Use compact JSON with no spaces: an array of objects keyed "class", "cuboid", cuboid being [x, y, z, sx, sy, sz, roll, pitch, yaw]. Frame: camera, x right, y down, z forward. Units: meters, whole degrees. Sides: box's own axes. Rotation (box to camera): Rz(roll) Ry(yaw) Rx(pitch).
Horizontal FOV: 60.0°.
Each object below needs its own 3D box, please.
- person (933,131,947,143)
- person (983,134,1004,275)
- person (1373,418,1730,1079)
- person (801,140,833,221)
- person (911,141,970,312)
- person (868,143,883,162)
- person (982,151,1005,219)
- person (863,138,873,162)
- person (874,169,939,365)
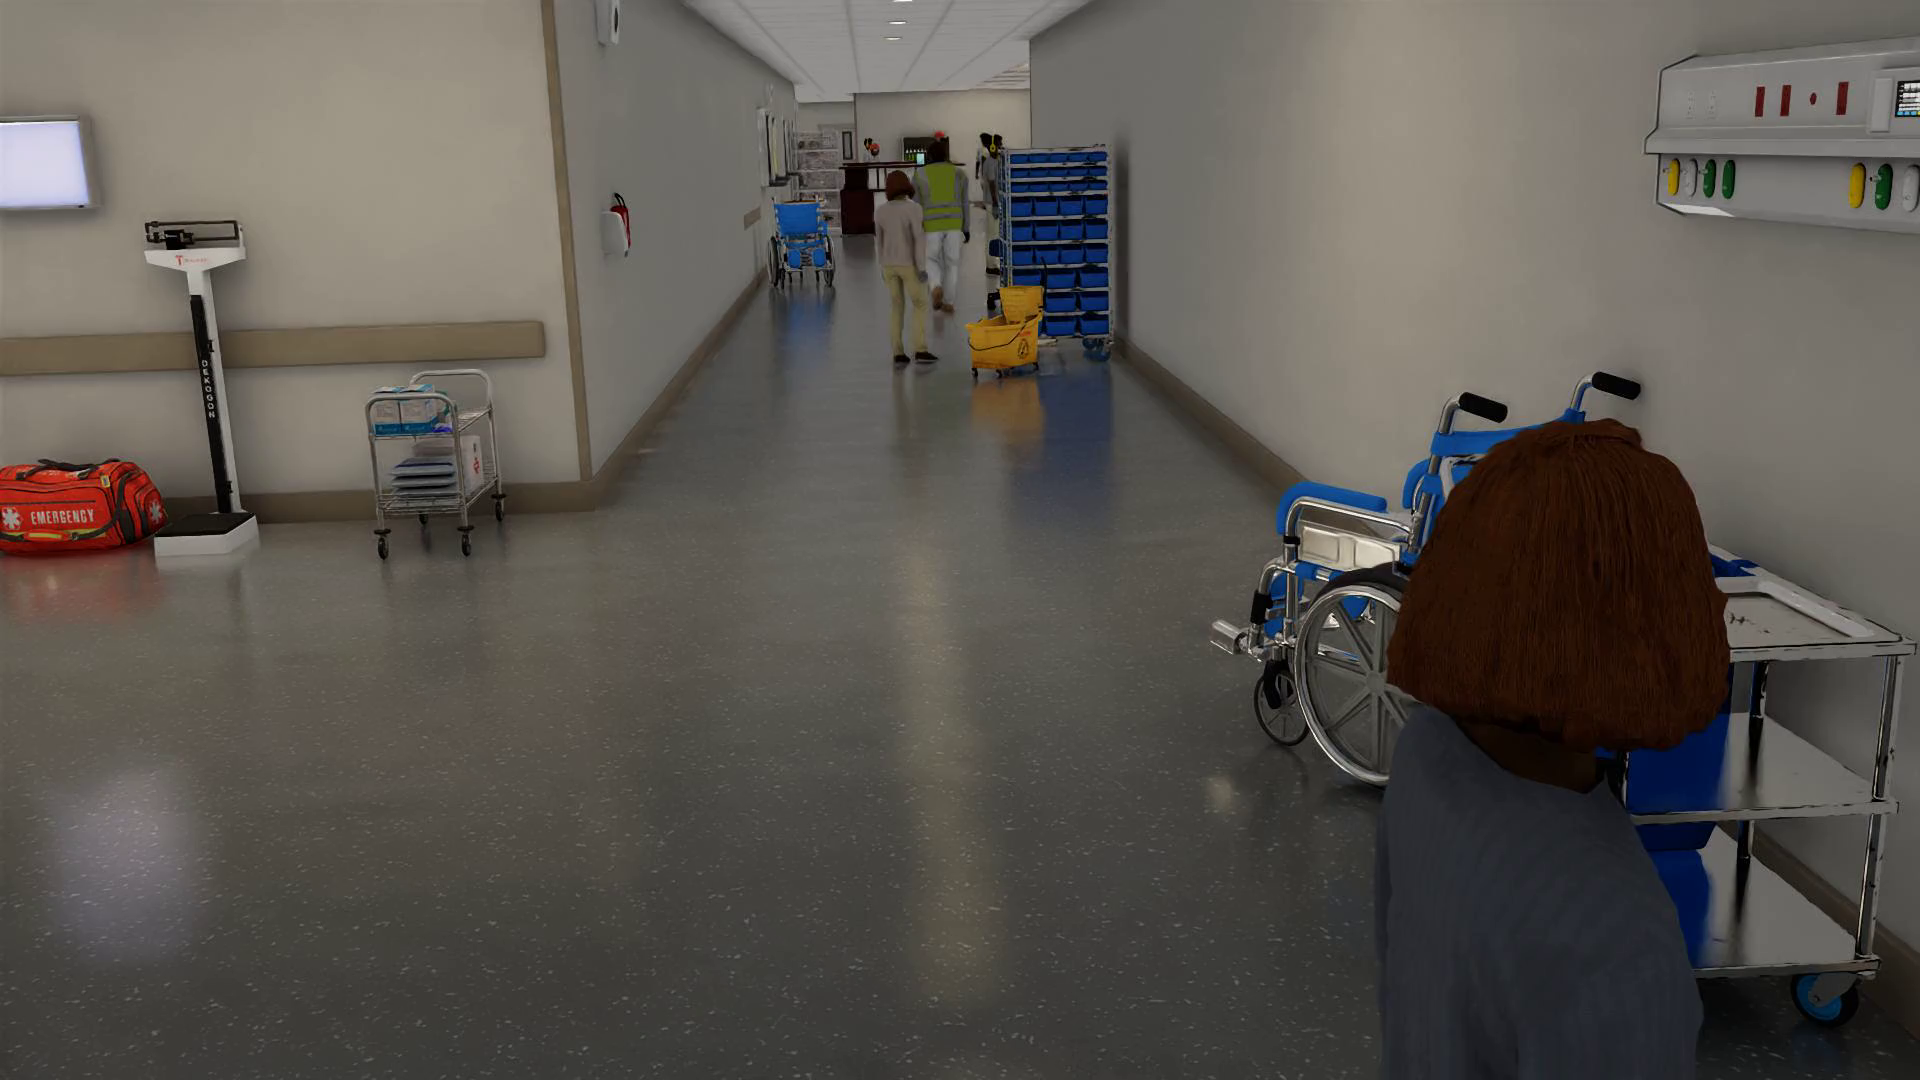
[{"class":"person","cuboid":[-0.496,-9.197,41.538,0.381,1.994,0.614,-2,14,-3]},{"class":"person","cuboid":[0.476,-4.527,22.491,0.326,1.871,0.520,-2,14,-3]},{"class":"person","cuboid":[0.501,0.701,1.485,0.280,1.636,0.502,-2,14,-3]},{"class":"person","cuboid":[-3.377,-8.364,38.759,0.673,1.851,1.014,-11,16,-34]},{"class":"person","cuboid":[-0.190,-3.318,17.704,0.642,1.827,0.546,-4,14,-9]},{"class":"person","cuboid":[-2.033,-8.719,40.271,0.373,1.736,0.592,0,14,5]},{"class":"person","cuboid":[0.834,-8.045,37.104,0.667,1.795,0.908,-6,14,-18]},{"class":"person","cuboid":[-2.306,-9.303,42.456,0.326,1.866,0.520,-2,14,-3]},{"class":"person","cuboid":[-0.486,-2.277,13.893,0.550,1.601,0.386,8,17,36]}]
